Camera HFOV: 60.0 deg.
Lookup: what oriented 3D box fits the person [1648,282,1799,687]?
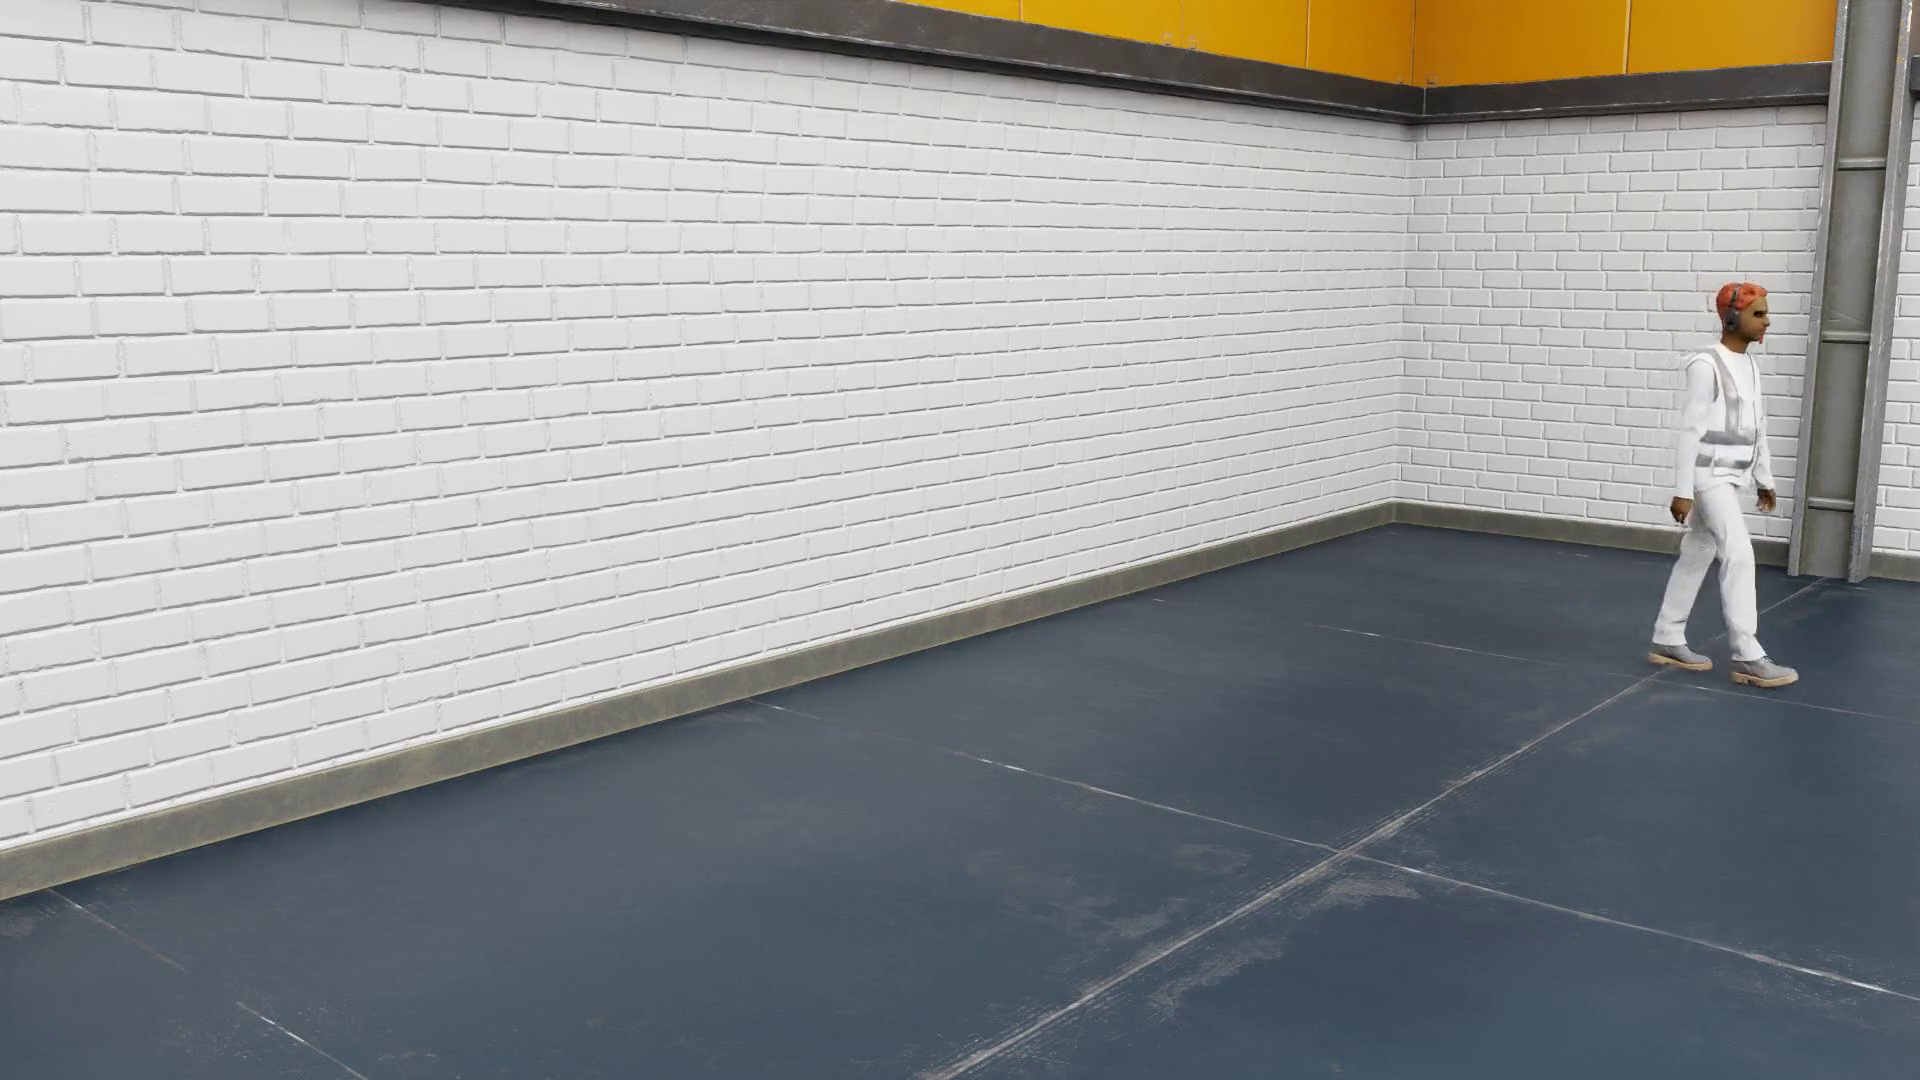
[{"bbox_3d":[3.656,-0.257,7.751,0.603,1.849,0.857,-10,14,-43],"label":"person"}]
